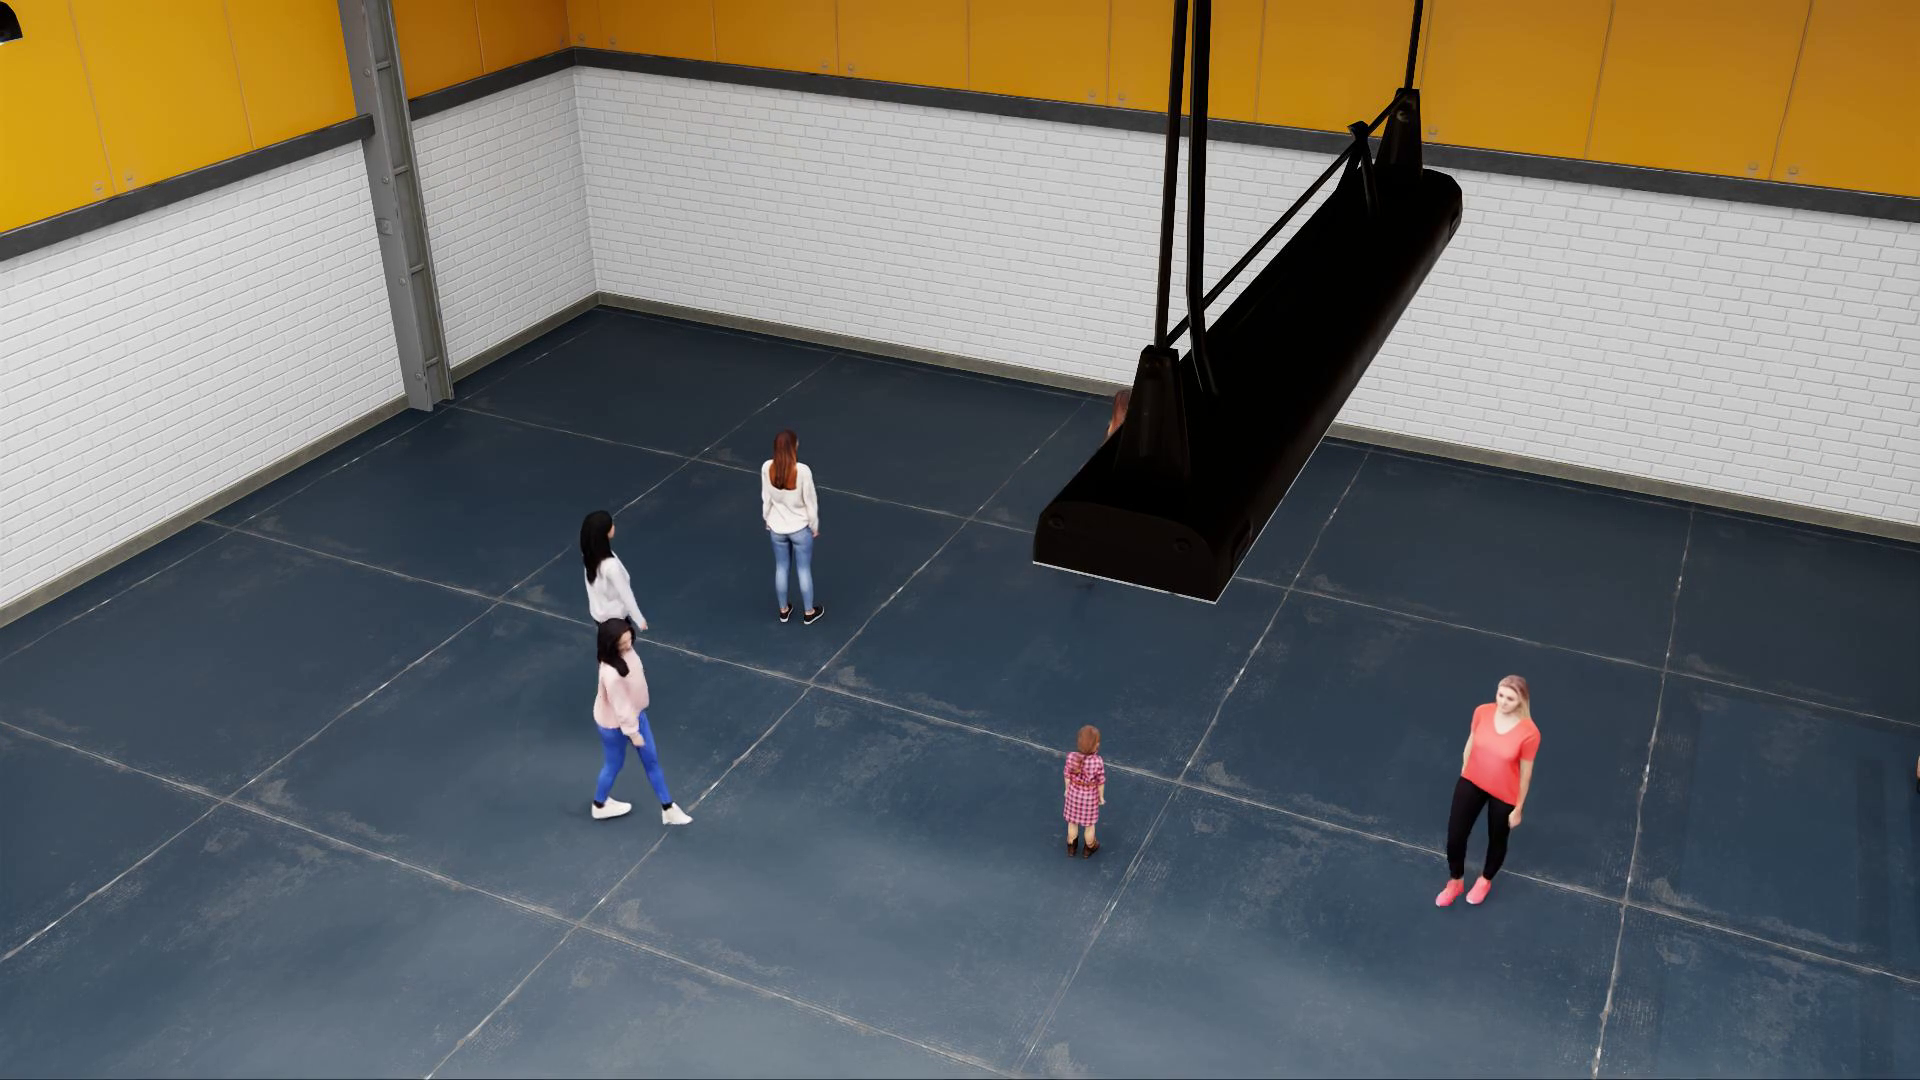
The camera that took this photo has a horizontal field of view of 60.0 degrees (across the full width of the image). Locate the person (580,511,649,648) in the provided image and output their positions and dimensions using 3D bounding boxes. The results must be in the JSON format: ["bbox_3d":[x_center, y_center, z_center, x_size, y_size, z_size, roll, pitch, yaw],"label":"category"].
[{"bbox_3d":[-2.604,0.575,12.082,0.802,1.689,0.758,-18,33,-29],"label":"person"}]

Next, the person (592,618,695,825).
[{"bbox_3d":[-2.287,1.182,10.952,0.858,1.706,0.985,3,29,5],"label":"person"}]

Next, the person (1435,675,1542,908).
[{"bbox_3d":[3.348,1.530,10.337,0.699,1.684,0.752,22,36,35],"label":"person"}]

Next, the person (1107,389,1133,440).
[{"bbox_3d":[1.330,-0.447,13.981,0.992,1.665,0.845,-19,34,-30],"label":"person"}]

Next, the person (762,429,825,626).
[{"bbox_3d":[-1.351,-0.105,13.326,0.635,1.691,0.581,9,30,16],"label":"person"}]

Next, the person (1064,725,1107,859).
[{"bbox_3d":[0.802,1.634,10.836,0.449,1.023,0.467,8,30,15],"label":"person"}]
